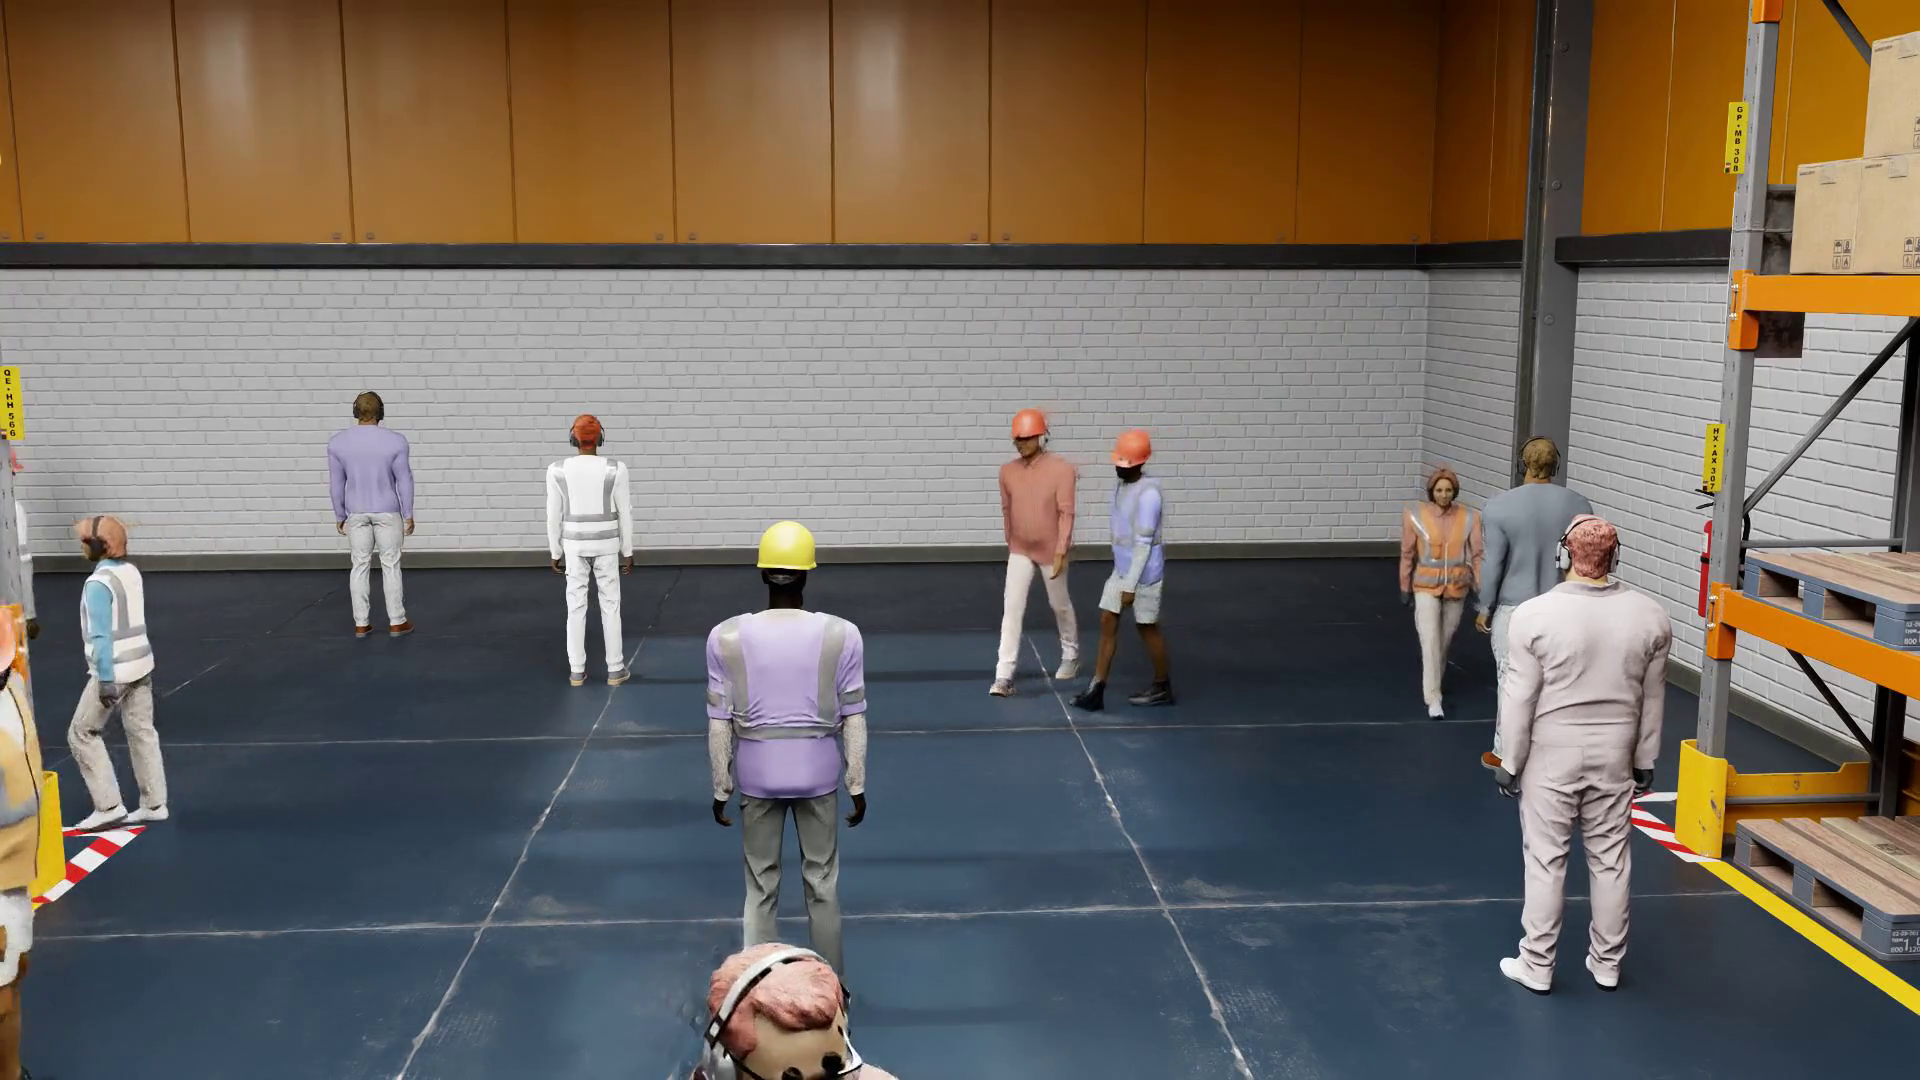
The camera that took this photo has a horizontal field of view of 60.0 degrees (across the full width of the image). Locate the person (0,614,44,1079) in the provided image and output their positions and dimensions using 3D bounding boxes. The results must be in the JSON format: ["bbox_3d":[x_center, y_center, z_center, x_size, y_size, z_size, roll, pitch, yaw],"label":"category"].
[{"bbox_3d":[-3.061,1.061,5.325,0.373,1.887,0.697,-1,9,-9],"label":"person"}]

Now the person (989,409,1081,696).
[{"bbox_3d":[0.542,0.066,11.405,0.607,1.944,1.056,4,10,24],"label":"person"}]

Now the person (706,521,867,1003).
[{"bbox_3d":[-0.644,0.886,6.248,0.594,1.926,0.365,-1,9,-4],"label":"person"}]

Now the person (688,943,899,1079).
[{"bbox_3d":[-0.290,1.500,2.578,0.650,1.876,0.585,-9,12,-43],"label":"person"}]

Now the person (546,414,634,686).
[{"bbox_3d":[-2.541,0.073,11.489,0.584,1.884,0.349,-1,9,-4],"label":"person"}]

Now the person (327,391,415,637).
[{"bbox_3d":[-4.586,-0.199,13.024,0.636,1.939,0.364,-1,9,-4],"label":"person"}]

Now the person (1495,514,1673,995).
[{"bbox_3d":[2.428,0.847,6.562,0.651,1.907,0.409,-1,9,-4],"label":"person"}]

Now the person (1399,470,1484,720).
[{"bbox_3d":[3.130,0.335,10.792,0.521,1.583,0.883,0,9,3],"label":"person"}]

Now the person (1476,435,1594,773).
[{"bbox_3d":[3.233,0.376,9.419,0.636,1.939,0.364,-1,9,-4],"label":"person"}]

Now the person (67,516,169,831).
[{"bbox_3d":[-4.350,0.683,8.471,0.541,1.618,0.551,-1,9,-5],"label":"person"}]

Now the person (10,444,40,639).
[{"bbox_3d":[-5.653,0.368,9.632,0.657,1.903,0.391,2,9,12],"label":"person"}]

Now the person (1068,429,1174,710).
[{"bbox_3d":[1.056,0.205,10.690,0.849,1.870,0.629,-4,10,-23],"label":"person"}]
